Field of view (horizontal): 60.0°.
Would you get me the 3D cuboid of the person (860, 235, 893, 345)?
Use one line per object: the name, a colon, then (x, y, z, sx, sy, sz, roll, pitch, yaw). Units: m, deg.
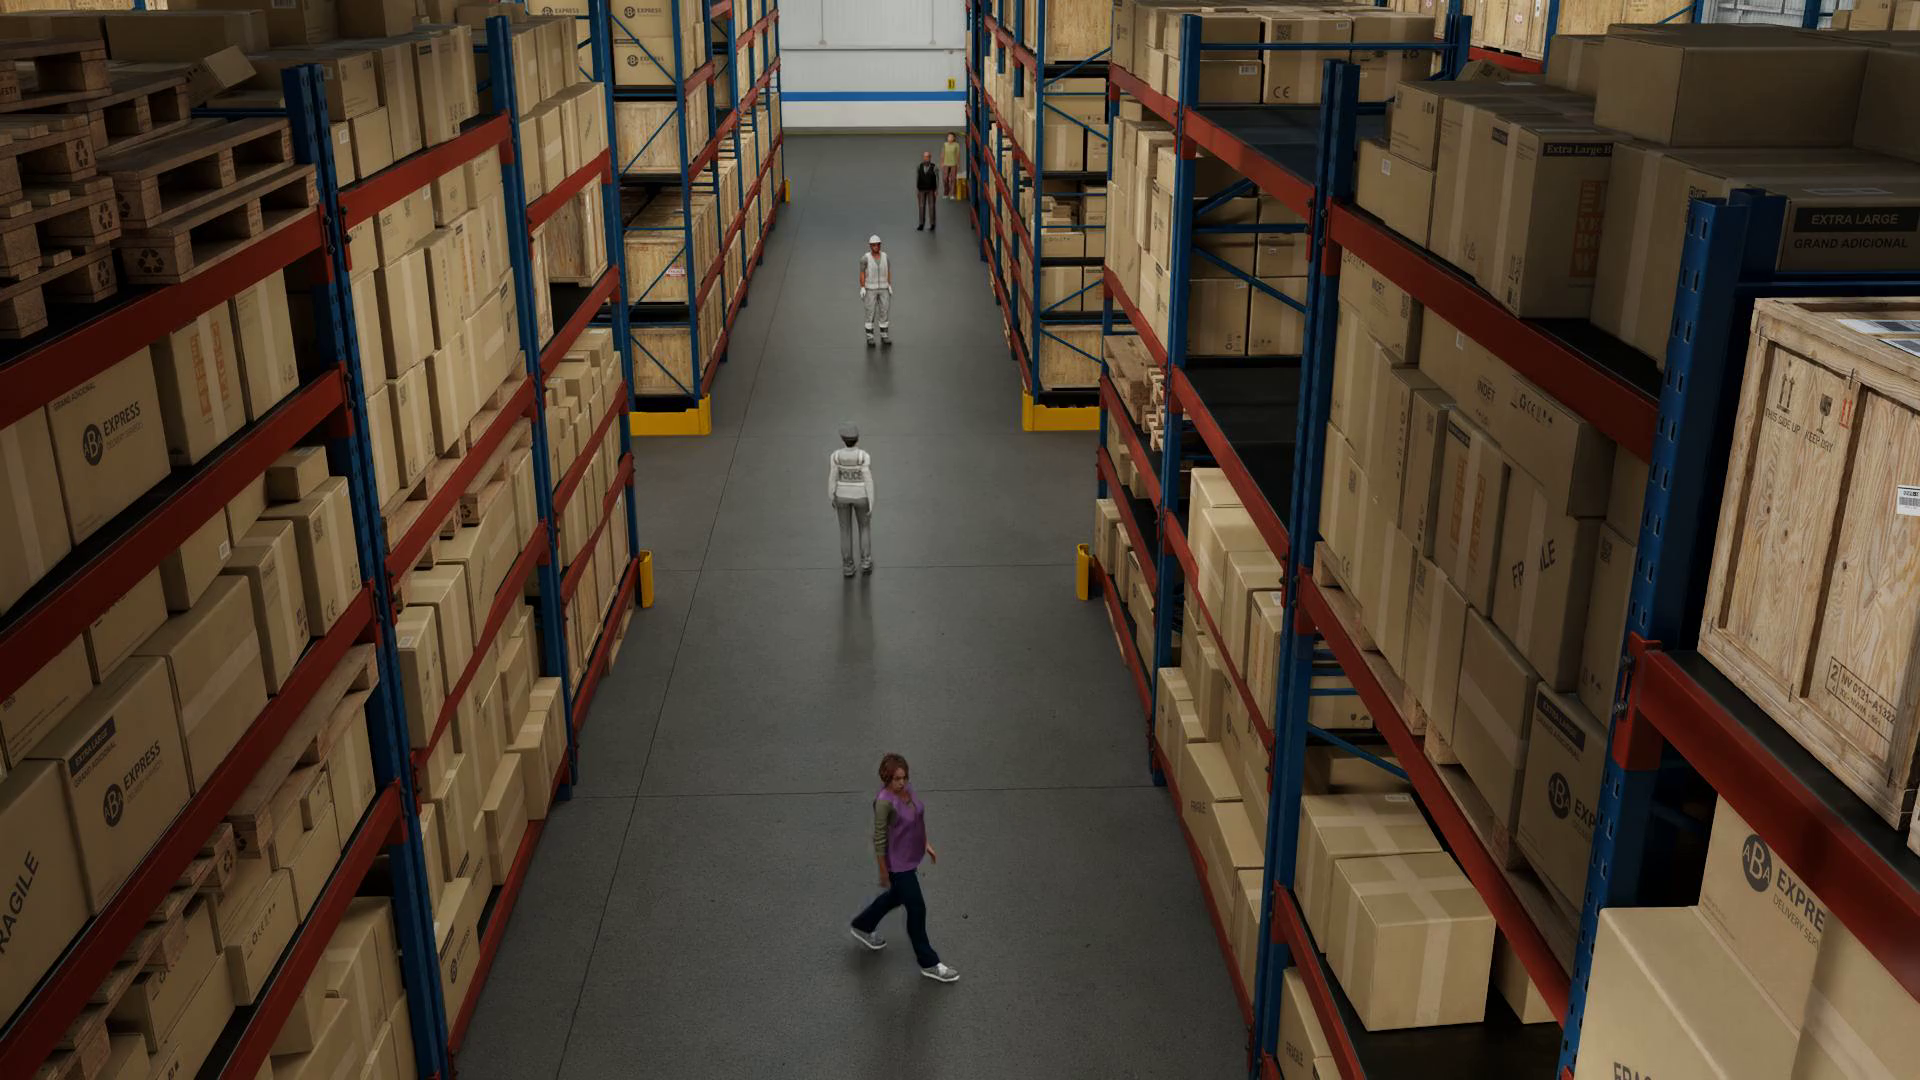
person: (-1.370, -4.141, 27.555, 0.550, 1.794, 0.378, -7, 22, -19)

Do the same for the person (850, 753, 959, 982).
person: (-0.372, 2.131, 11.051, 0.825, 1.583, 0.422, 6, 21, 15)

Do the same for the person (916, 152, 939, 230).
person: (-0.749, -7.934, 37.818, 0.532, 1.723, 0.404, 3, 21, 9)

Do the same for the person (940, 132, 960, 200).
person: (-0.251, -9.415, 41.831, 0.484, 1.691, 0.358, 2, 21, 6)

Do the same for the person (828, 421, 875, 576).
person: (-1.157, -0.475, 17.853, 0.502, 1.695, 0.544, 0, 20, 1)

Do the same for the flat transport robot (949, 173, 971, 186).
flat transport robot: (0.105, -9.665, 44.624, 0.659, 0.255, 1.431, -3, 21, -7)
